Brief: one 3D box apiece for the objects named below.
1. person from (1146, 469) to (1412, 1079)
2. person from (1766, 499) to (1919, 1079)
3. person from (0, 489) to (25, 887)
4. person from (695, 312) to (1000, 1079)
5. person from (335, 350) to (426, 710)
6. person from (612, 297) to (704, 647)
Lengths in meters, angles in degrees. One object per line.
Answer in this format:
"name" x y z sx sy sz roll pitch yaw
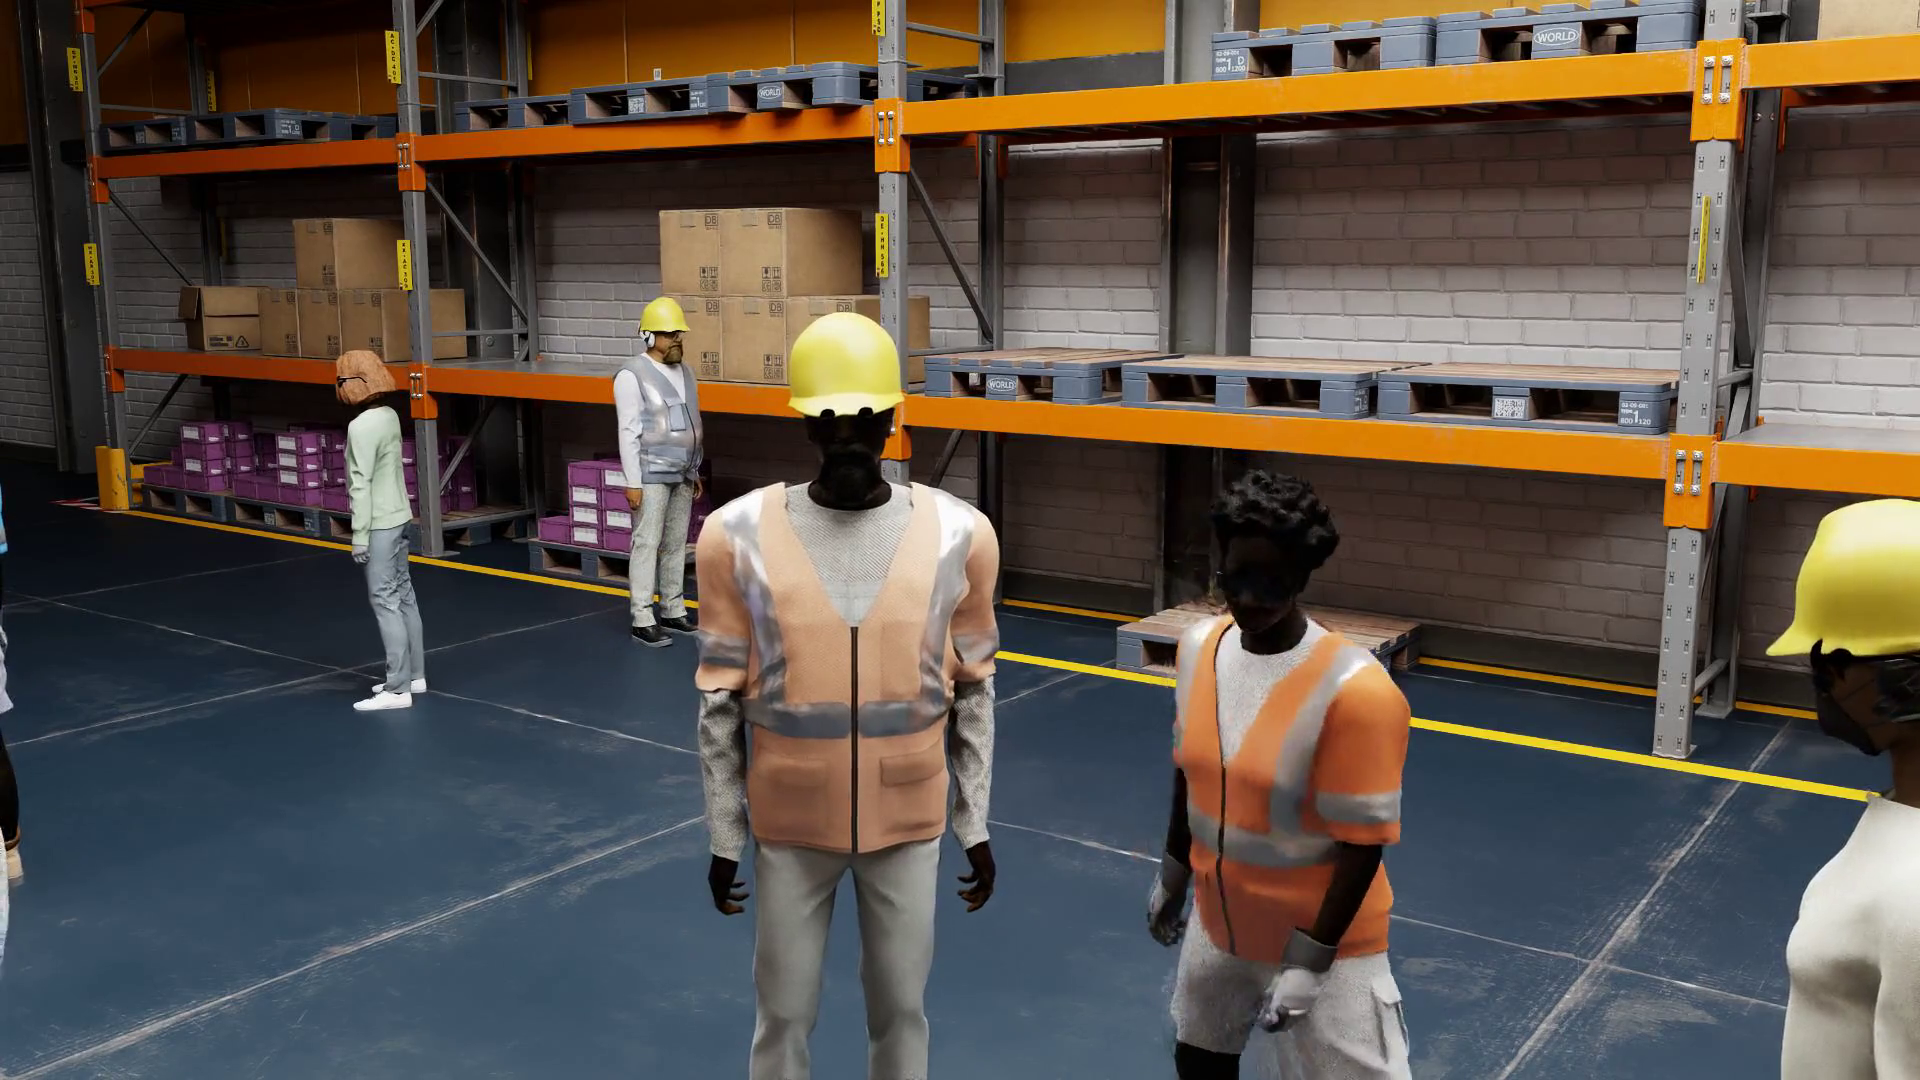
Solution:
"person" 0.551 0.699 2.986 0.348 1.672 0.787 -7 12 -35
"person" 1.071 0.827 1.955 0.328 1.760 0.523 6 11 31
"person" -3.225 0.313 5.194 0.317 1.696 0.540 5 11 26
"person" -0.208 0.529 3.226 0.589 1.927 0.386 -1 10 -9
"person" -2.646 -0.046 7.561 0.288 1.626 0.497 -1 10 -3
"person" -1.562 -0.362 8.817 0.403 1.830 0.600 5 11 27
